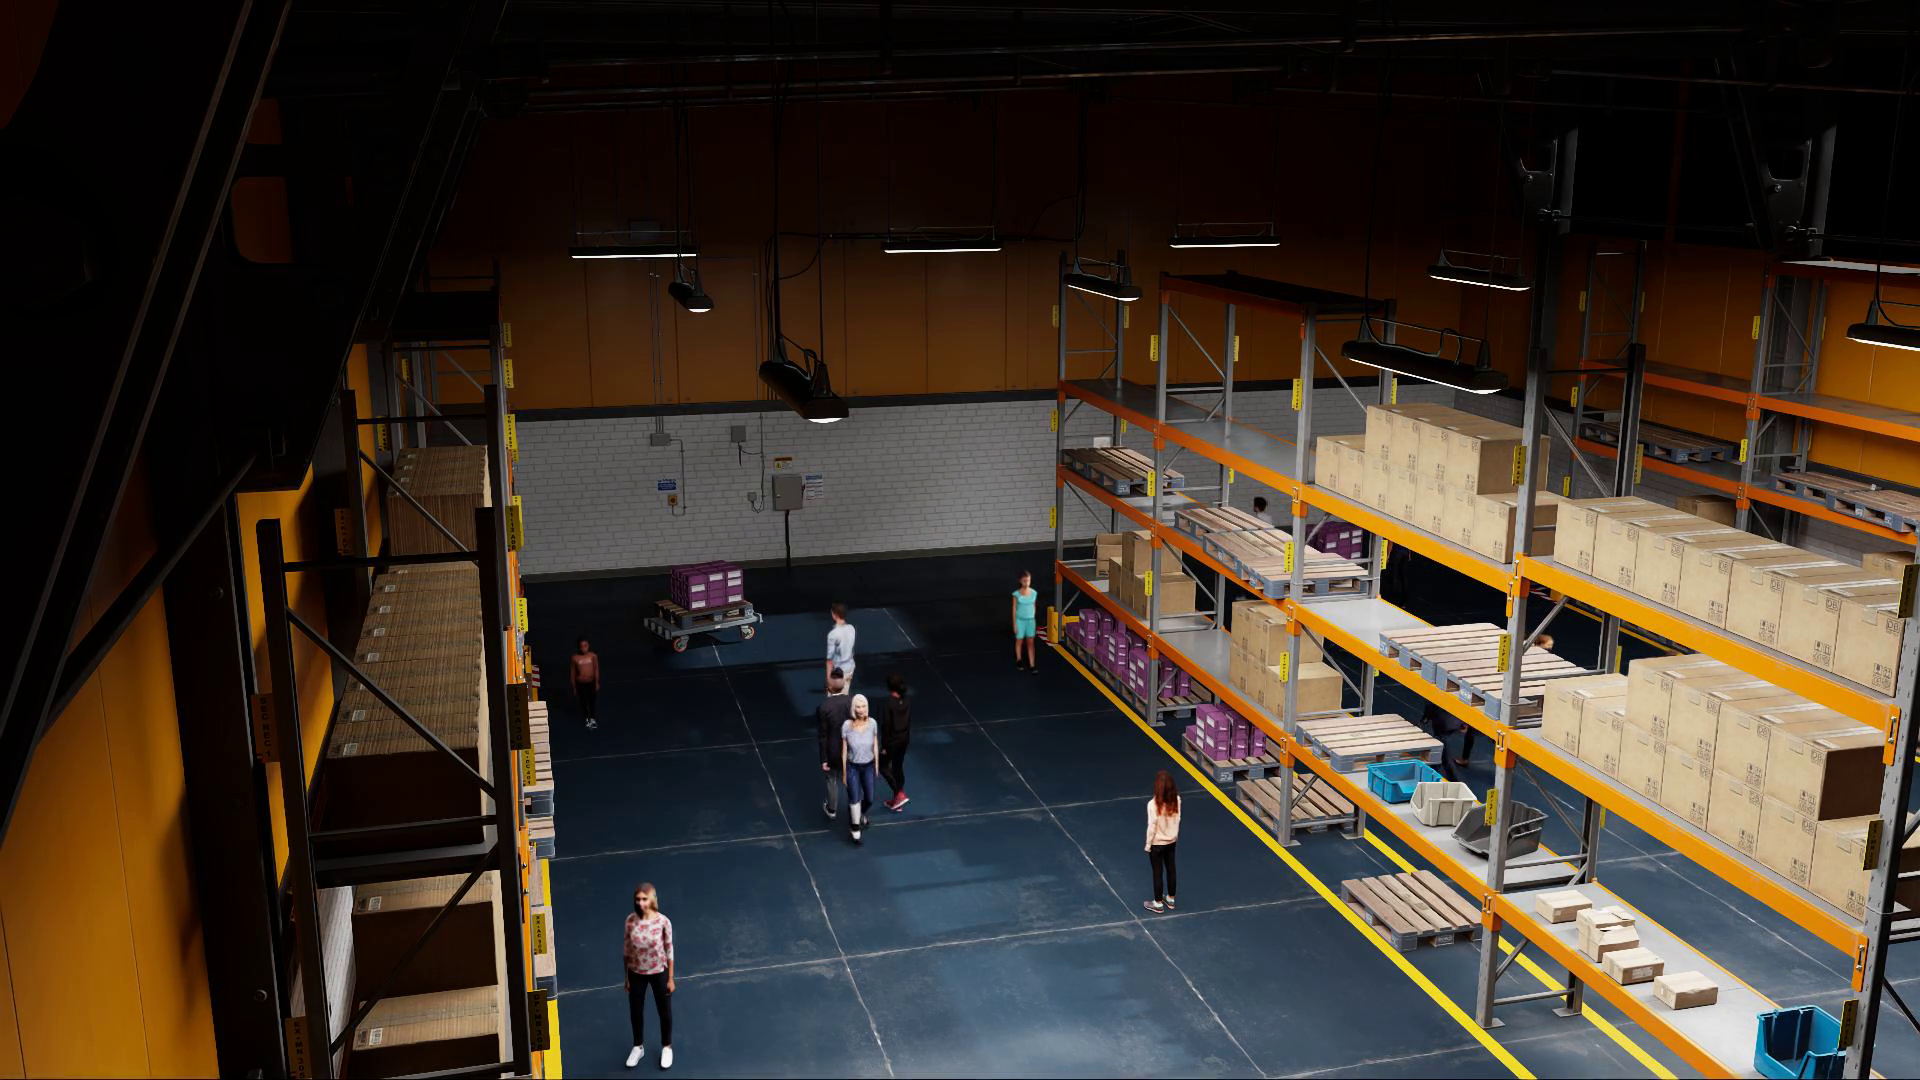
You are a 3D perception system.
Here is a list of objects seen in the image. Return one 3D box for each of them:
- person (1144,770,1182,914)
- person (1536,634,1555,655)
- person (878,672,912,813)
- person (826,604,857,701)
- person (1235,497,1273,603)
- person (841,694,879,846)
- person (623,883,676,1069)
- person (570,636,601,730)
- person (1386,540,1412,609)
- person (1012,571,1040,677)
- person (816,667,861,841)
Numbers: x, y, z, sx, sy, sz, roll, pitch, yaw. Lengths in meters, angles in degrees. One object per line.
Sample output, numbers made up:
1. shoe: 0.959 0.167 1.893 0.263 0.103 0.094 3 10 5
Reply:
1. person: 2.041 3.026 16.768 0.628 1.484 0.605 -9 16 -34
2. person: 7.629 1.847 22.047 0.575 1.291 0.788 -6 15 -24
3. person: -0.689 2.352 19.168 0.797 1.664 0.747 13 19 43
4. person: -1.466 1.729 21.375 1.028 1.836 0.925 11 18 39
5. person: 4.980 0.263 27.317 1.094 1.889 1.332 -13 19 -43
6. person: -1.143 2.501 18.454 0.557 1.711 0.695 -3 14 -13
7. person: -2.603 3.632 13.951 0.631 1.632 0.597 1 14 2
8. person: -4.976 1.862 22.083 0.535 1.244 0.581 -4 14 -16
9. person: 7.285 0.256 27.569 0.669 1.785 0.552 -5 14 -20
10. person: 0.912 1.195 24.259 0.585 1.516 1.014 -3 14 -11
11. person: -1.277 2.401 18.464 0.766 1.901 1.281 -5 14 -18
